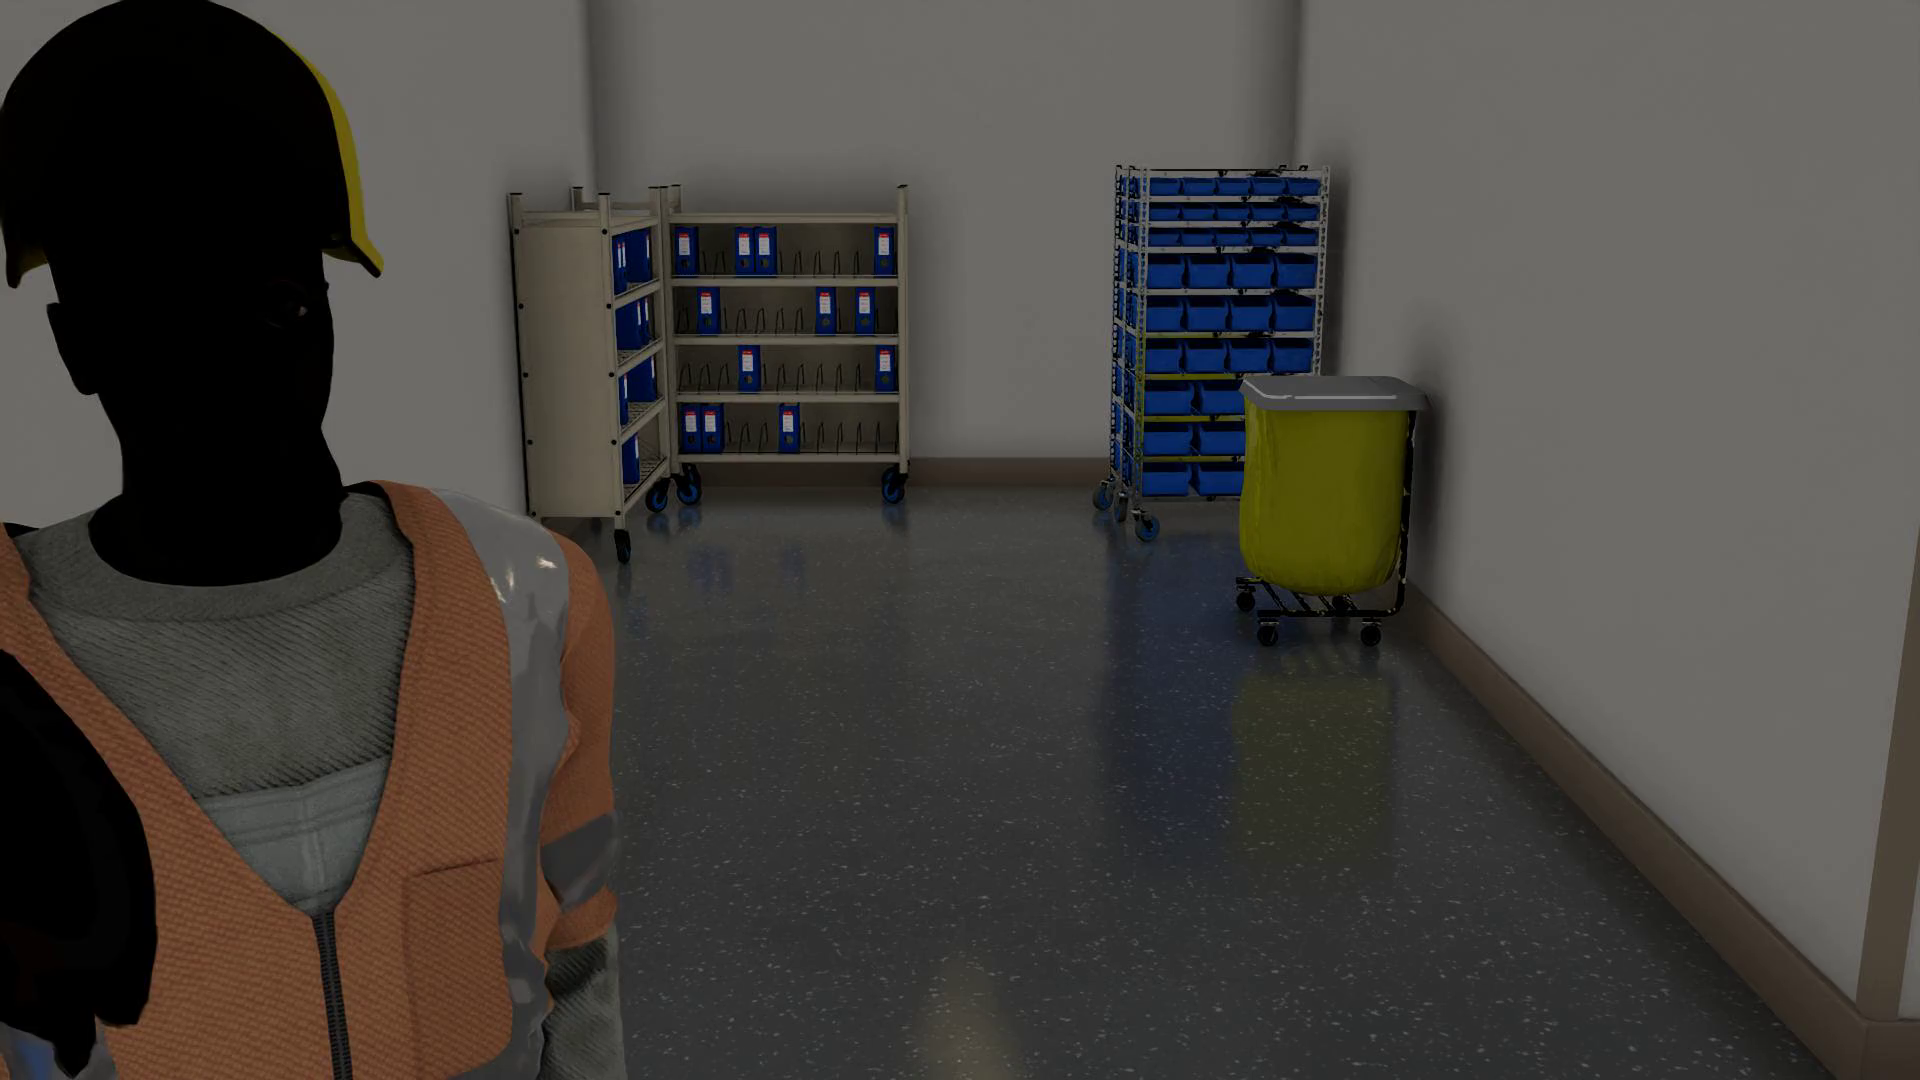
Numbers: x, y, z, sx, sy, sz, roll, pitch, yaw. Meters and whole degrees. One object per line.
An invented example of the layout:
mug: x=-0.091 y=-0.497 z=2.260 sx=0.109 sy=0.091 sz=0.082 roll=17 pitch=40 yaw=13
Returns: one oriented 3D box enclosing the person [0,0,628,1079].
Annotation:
person: x=-0.484 y=0.606 z=1.237 sx=0.590 sy=1.927 sz=0.367 roll=-11 pitch=17 yaw=-40
